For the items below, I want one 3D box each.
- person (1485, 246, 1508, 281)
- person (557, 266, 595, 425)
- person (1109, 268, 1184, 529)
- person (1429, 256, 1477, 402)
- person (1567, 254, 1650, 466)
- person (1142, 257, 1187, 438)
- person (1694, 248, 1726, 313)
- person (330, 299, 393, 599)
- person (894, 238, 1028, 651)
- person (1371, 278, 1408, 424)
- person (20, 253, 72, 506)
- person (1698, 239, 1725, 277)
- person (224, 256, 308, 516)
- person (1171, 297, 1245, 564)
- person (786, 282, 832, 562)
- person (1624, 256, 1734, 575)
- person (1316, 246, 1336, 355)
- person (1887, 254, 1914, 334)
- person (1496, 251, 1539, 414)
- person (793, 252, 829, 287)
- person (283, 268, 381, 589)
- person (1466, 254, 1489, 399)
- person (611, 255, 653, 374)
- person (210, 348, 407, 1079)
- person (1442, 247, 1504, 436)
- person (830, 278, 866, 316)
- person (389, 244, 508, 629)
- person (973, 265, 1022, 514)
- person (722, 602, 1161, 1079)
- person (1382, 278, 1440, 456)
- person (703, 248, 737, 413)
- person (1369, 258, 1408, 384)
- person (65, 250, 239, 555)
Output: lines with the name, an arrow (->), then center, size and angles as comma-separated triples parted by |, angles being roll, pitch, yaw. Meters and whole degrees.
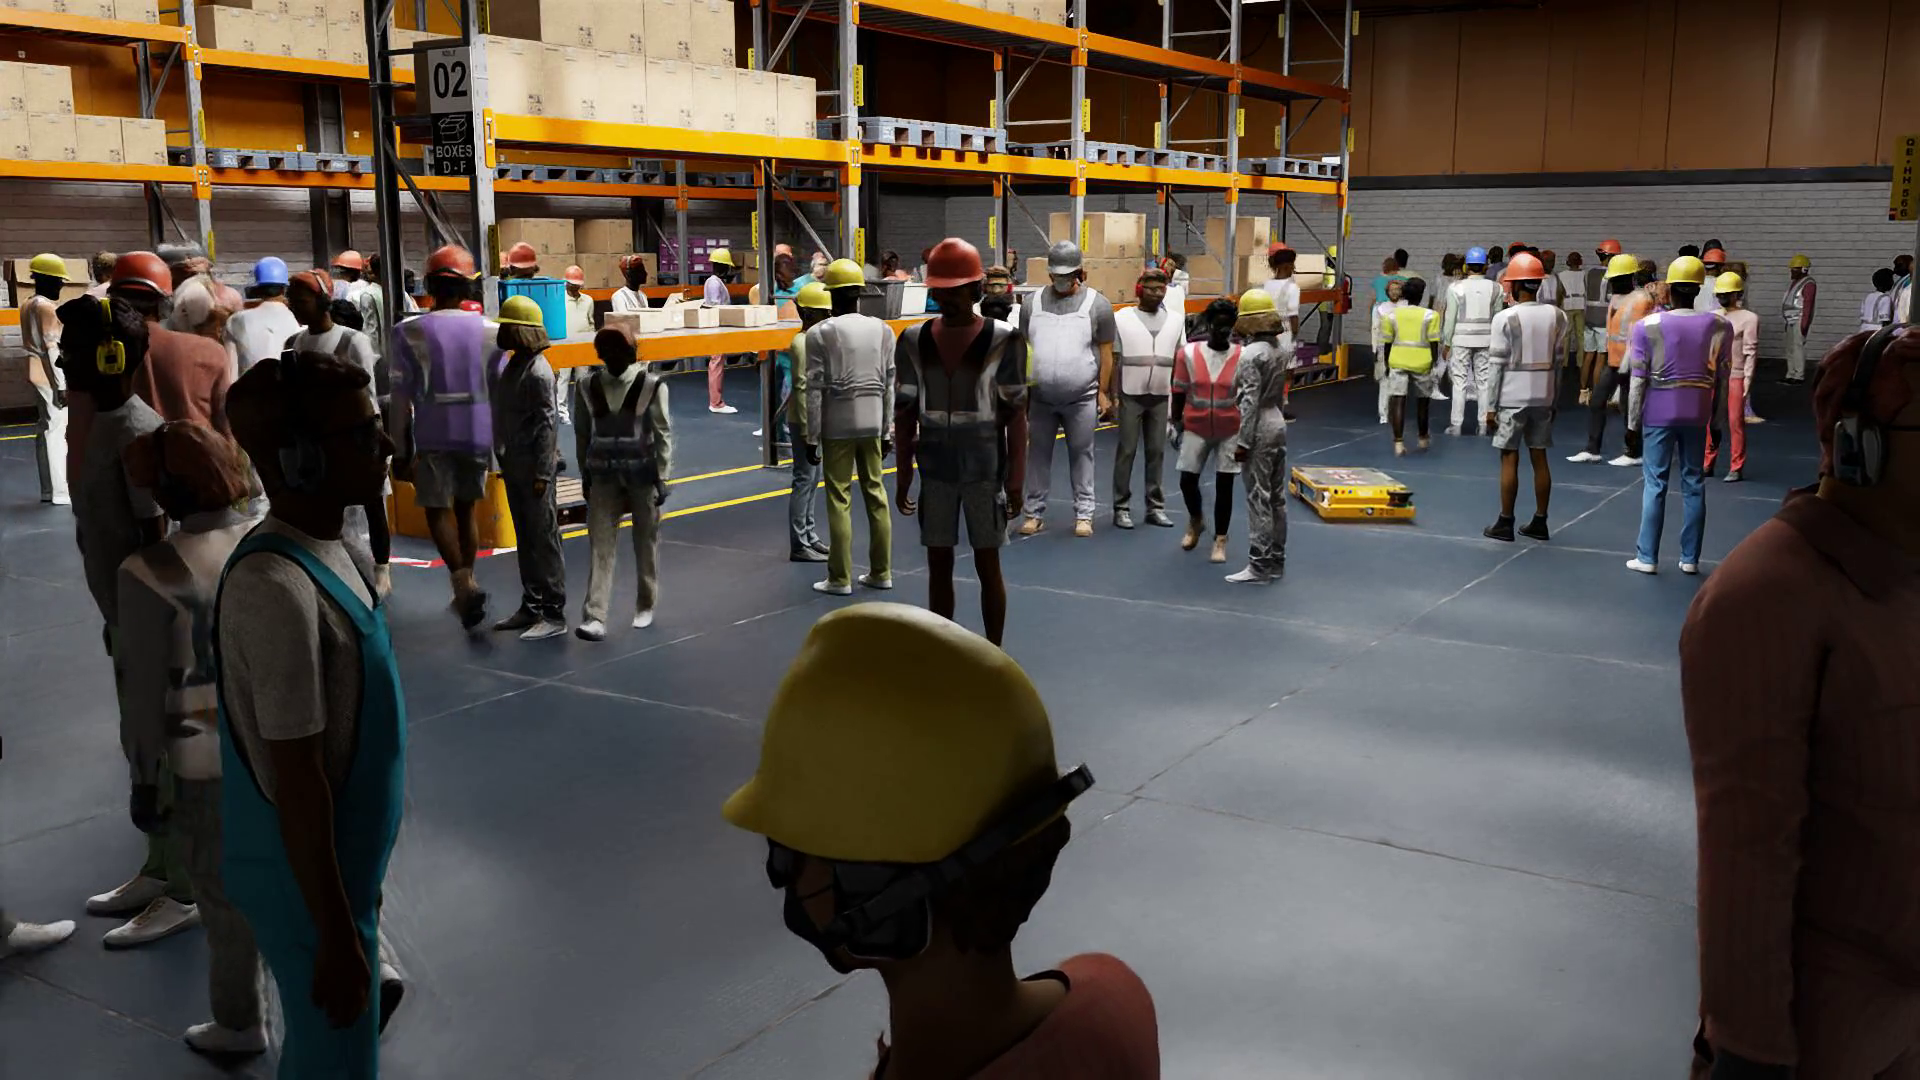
person -> 8.565, -3.724, 26.579 | 0.625, 1.933, 0.374 | -8, 13, -39
person -> -4.246, -2.145, 18.340 | 0.562, 1.742, 0.338 | -10, 14, -43
person -> 1.296, -0.988, 11.701 | 0.565, 1.830, 0.408 | -4, 11, -19
person -> 6.331, -2.651, 20.910 | 0.951, 1.825, 0.556 | 7, 12, 33
person -> 5.793, -1.575, 14.760 | 0.785, 1.888, 0.610 | -1, 10, -5
person -> 2.114, -1.968, 17.066 | 0.390, 1.850, 0.565 | 6, 12, 30
person -> 8.553, -2.360, 19.027 | 0.383, 1.927, 0.550 | -7, 12, -33
person -> -3.443, -0.507, 9.395 | 0.533, 1.697, 0.319 | 2, 10, 9
person -> -0.009, -0.300, 7.332 | 0.611, 2.032, 0.411 | 3, 11, 18
person -> 4.837, -2.114, 18.536 | 0.511, 1.610, 0.760 | 2, 11, 14
person -> -6.946, -1.224, 12.745 | 0.372, 1.922, 0.585 | -9, 14, -42
person -> 11.394, -3.544, 25.270 | 0.537, 2.000, 0.675 | 3, 11, 18
person -> -4.364, -0.841, 10.617 | 0.612, 1.925, 0.752 | -2, 10, -13
person -> 1.605, -0.688, 10.442 | 0.553, 1.672, 0.480 | 3, 11, 15
person -> -0.923, -0.738, 10.509 | 0.338, 1.759, 0.524 | 1, 10, 5
person -> 4.321, -0.741, 10.051 | 0.589, 1.927, 0.369 | 1, 10, 5
person -> 5.809, -3.652, 26.179 | 0.386, 1.926, 0.591 | 1, 10, 5
person -> 12.618, -2.903, 22.307 | 0.429, 1.832, 0.635 | 3, 11, 16
person -> 6.399, -2.345, 19.043 | 0.800, 1.886, 0.572 | -1, 10, -6
person -> -1.642, -2.380, 19.245 | 0.675, 1.879, 0.516 | -1, 10, -6
person -> -3.188, -0.424, 8.426 | 0.600, 1.885, 0.371 | 5, 11, 27
person -> 6.575, -2.732, 21.282 | 0.333, 1.860, 0.510 | 2, 10, 10
person -> -2.956, -1.637, 15.135 | 0.349, 1.884, 0.584 | 2, 10, 10
person -> -1.073, 0.597, 2.862 | 0.345, 1.847, 0.506 | -4, 11, -19
person -> 5.285, -2.037, 17.175 | 0.616, 1.946, 0.392 | 0, 10, -2
person -> -1.166, -2.184, 18.117 | 0.599, 1.905, 0.391 | -4, 11, -23
person -> -2.644, -0.533, 8.697 | 0.626, 2.000, 0.935 | -6, 12, -29
person -> 0.270, -1.107, 12.323 | 0.561, 1.838, 0.392 | 0, 10, 2
person -> -0.017, 0.915, 1.348 | 0.333, 1.761, 0.528 | 7, 12, 33
person -> 4.290, -1.646, 15.761 | 0.555, 1.658, 0.830 | 5, 11, 26
person -> -2.820, -2.449, 19.516 | 0.363, 1.928, 0.587 | -2, 10, -11
person -> 6.087, -3.083, 23.459 | 0.995, 1.771, 0.596 | -10, 14, -43
person -> -3.243, -0.167, 6.730 | 0.643, 1.982, 0.447 | -5, 11, -25
